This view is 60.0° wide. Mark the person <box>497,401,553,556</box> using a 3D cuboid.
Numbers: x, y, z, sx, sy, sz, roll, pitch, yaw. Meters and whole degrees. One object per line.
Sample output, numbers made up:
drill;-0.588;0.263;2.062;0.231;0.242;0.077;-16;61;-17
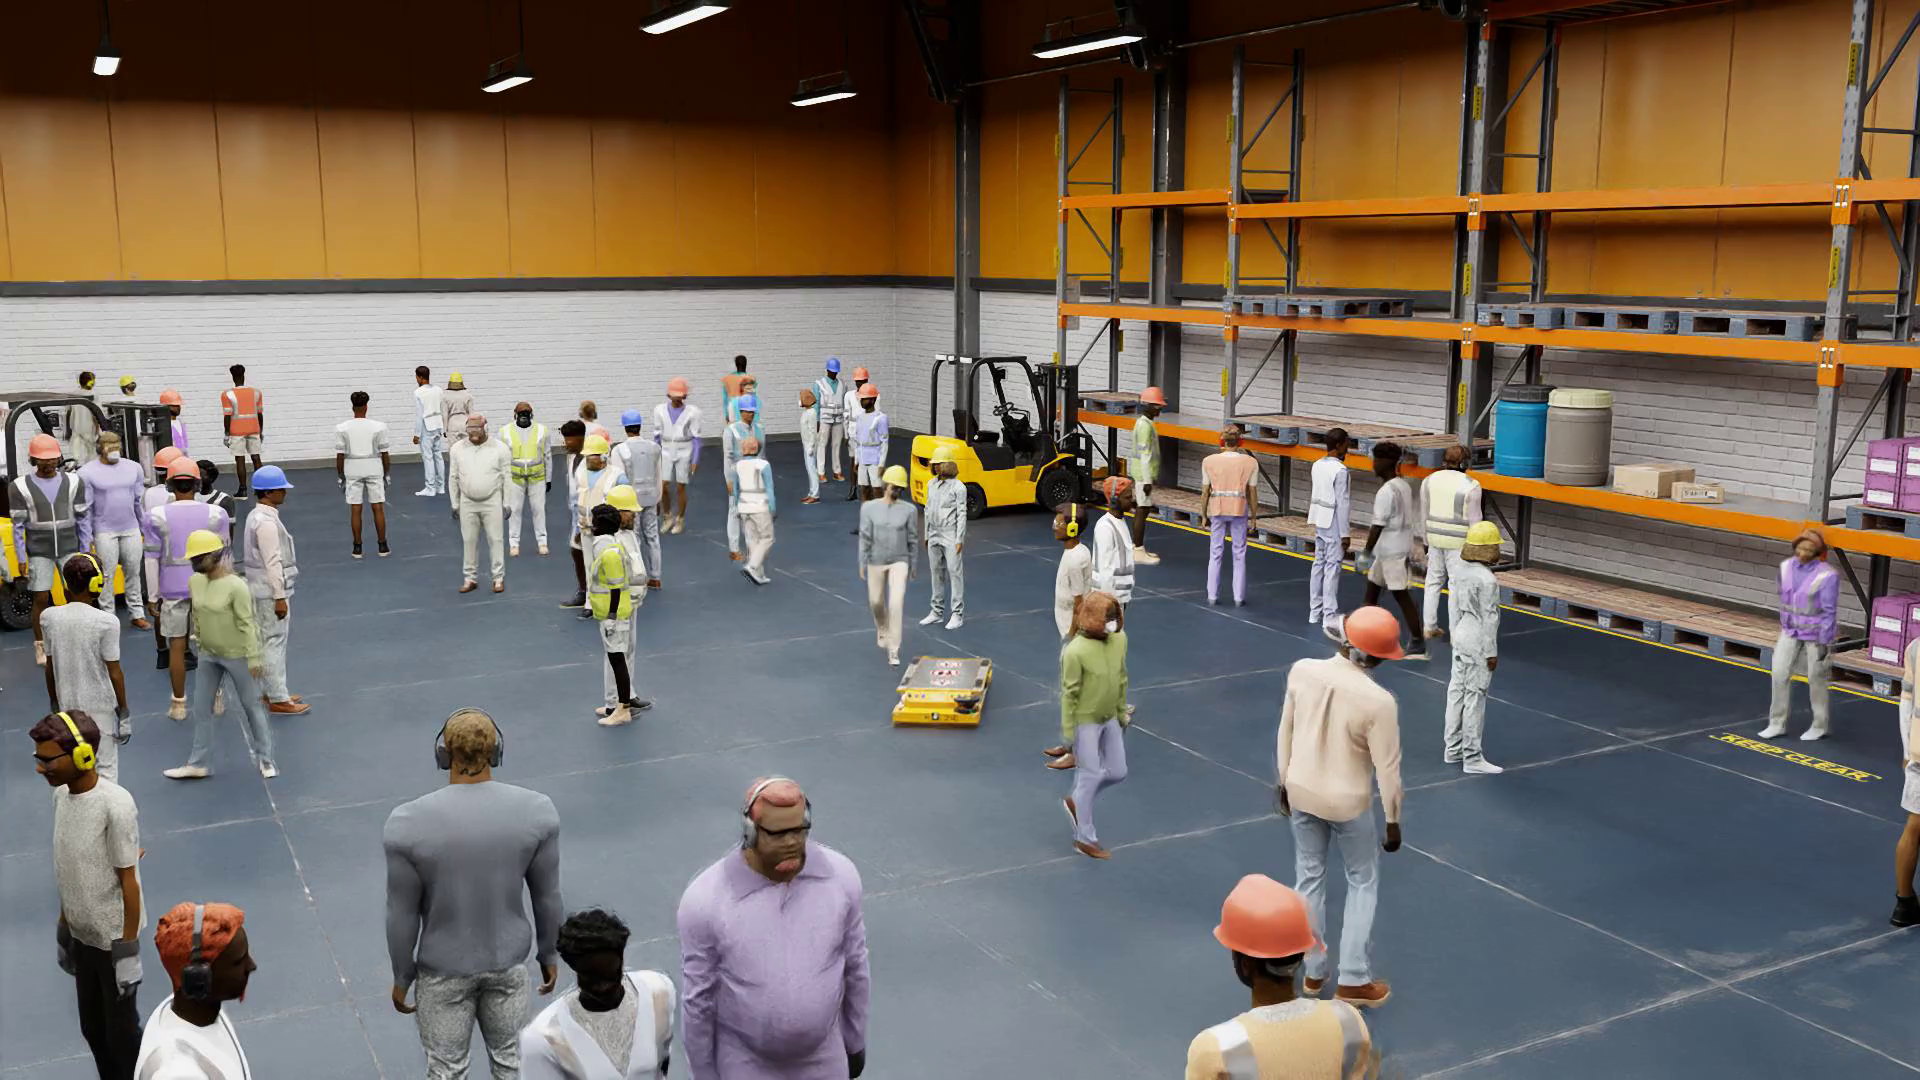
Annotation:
person;-5.125;-0.722;19.637;0.623;1.835;0.431;-3;10;-16

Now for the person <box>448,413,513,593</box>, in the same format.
person;-5.038;-0.387;17.479;0.651;1.906;0.403;-1;10;-4

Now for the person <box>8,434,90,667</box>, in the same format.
person;-7.840;0.089;14.387;0.607;2.033;0.420;-8;13;-40

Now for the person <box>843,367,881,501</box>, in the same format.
person;-1.412;-1.518;23.900;0.542;1.938;0.358;1;10;8

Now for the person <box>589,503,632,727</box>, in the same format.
person;-2.650;0.561;12.617;0.315;1.696;0.541;-2;10;-13

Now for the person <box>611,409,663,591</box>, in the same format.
person;-3.393;-0.403;17.454;0.608;1.943;0.402;-10;14;-44

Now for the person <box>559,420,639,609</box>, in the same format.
person;-3.632;-0.225;16.498;0.570;1.931;0.836;-8;13;-40

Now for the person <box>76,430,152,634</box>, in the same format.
person;-7.928;-0.073;15.613;0.379;1.931;0.635;8;12;38

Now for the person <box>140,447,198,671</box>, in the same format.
person;-6.729;0.164;14.263;0.540;1.929;0.390;5;11;26

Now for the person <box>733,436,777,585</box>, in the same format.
person;-2.218;-0.301;17.801;0.577;1.611;0.472;6;11;30

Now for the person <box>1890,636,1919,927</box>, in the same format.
person;5.156;1.128;8.665;0.375;1.939;0.546;-2;10;-13

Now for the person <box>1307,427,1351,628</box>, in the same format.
person;3.541;-0.119;15.899;0.391;1.920;0.593;-3;10;-16

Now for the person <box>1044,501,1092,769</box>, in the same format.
person;0.756;0.658;11.556;0.328;1.876;0.513;0;10;2

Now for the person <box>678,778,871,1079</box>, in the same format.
person;-0.616;1.687;5.591;0.657;1.890;0.658;-4;11;-22

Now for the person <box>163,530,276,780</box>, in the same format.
person;-5.003;0.785;11.229;0.628;1.734;0.558;4;11;21

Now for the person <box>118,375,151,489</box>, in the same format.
person;-12.291;-1.566;24.695;0.345;1.757;0.524;3;10;19

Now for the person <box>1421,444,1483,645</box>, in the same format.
person;4.511;0.039;15.247;0.430;1.836;0.630;-8;12;-37

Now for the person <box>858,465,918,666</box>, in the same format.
person;-0.631;0.189;14.678;0.533;1.723;0.781;0;10;-3

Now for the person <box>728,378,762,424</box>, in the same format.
person;-2.998;-1.363;23.334;0.599;1.824;0.455;-9;13;-43

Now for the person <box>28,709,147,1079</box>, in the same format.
person;-3.342;1.558;6.440;0.533;1.855;0.345;7;12;34

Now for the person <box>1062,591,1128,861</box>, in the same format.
person;0.775;1.076;9.868;0.528;1.617;0.422;-9;13;-41

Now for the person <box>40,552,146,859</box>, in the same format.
person;-5.049;0.997;9.653;0.512;1.861;0.325;1;10;8

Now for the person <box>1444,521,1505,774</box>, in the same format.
person;3.576;0.732;11.502;0.300;1.745;0.483;-2;10;-12

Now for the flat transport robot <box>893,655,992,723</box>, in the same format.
flat transport robot;-0.119;1.169;13.225;0.652;0.197;1.431;1;10;5

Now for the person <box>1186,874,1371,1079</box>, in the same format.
person;0.866;1.862;4.483;0.550;1.920;0.576;-4;11;-24

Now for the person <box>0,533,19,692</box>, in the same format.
person;-7.927;0.327;13.375;0.476;1.903;0.602;1;10;4

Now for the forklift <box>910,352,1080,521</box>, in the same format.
forklift;0.460;-1.461;22.833;2.313;2.155;1.214;-5;11;-28

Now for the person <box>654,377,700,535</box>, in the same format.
person;-3.576;-1.042;20.930;0.631;2.016;0.591;1;10;5

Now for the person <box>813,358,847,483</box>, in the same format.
person;-2.004;-1.866;25.901;0.602;1.938;0.402;-6;12;-32

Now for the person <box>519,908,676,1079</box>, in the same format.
person;-1.079;1.889;5.086;0.536;1.645;0.759;-6;12;-33

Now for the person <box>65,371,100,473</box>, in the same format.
person;-13.078;-1.598;24.765;0.616;1.811;0.950;0;10;-2

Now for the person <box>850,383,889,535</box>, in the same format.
person;-1.141;-1.002;20.924;0.542;1.939;0.365;9;14;43

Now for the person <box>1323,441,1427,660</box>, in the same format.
person;3.720;0.083;14.721;0.986;1.909;0.629;5;11;26

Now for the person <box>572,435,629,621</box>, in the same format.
person;-3.493;-0.110;16.101;0.601;1.829;0.404;4;11;20

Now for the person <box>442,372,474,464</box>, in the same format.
person;-7.725;-1.718;25.613;0.488;1.744;0.295;-5;11;-27

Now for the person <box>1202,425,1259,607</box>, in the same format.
person;2.718;-0.232;16.791;0.562;1.837;0.387;2;10;13

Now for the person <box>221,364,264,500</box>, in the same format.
person;-10.384;-1.567;24.101;0.370;1.963;0.608;8;13;40

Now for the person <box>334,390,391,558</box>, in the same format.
person;-6.994;-0.770;19.508;0.609;1.964;0.367;-3;10;-17

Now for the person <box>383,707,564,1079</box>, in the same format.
person;-1.787;1.569;6.170;0.641;1.927;0.386;-5;11;-26

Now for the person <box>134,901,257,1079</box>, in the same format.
person;-2.043;1.882;4.514;0.346;1.876;0.576;-4;11;-20

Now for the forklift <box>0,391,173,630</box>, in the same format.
forklift;-9.026;-0.363;16.508;1.214;2.155;2.313;6;11;29

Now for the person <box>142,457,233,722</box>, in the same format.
person;-5.898;0.375;12.745;0.612;2.030;0.403;-6;12;-32

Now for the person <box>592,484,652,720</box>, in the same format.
person;-2.605;0.472;12.785;0.403;1.821;0.602;1;10;4

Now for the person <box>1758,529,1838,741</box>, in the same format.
person;6.133;0.700;12.070;0.668;1.602;0.531;-5;11;-26

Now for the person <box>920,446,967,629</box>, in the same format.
person;-0.159;-0.025;15.866;0.490;1.744;0.295;8;13;39

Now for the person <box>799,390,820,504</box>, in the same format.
person;-2.158;-1.335;23.747;0.272;1.627;0.502;-3;10;-16

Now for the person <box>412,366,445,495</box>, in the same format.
person;-7.820;-1.608;24.485;0.392;1.915;0.590;3;10;19

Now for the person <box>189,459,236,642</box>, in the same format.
person;-6.878;0.102;15.256;0.535;1.700;0.318;3;10;16

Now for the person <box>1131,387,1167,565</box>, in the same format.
person;2.166;-0.742;19.136;0.394;2.040;0.610;1;10;5

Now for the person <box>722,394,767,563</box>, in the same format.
person;-2.469;-0.717;19.255;0.406;1.947;0.606;9;13;42

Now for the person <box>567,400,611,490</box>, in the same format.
person;-4.412;-0.755;19.843;0.520;1.819;0.493;-1;10;-7

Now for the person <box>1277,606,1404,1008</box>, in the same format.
person;1.787;1.257;7.931;0.664;1.946;0.397;8;13;40

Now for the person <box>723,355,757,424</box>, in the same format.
person;-3.590;-2.082;27.265;0.590;1.905;0.446;2;10;12

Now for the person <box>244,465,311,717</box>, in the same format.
person;-5.316;0.390;12.884;0.388;1.947;0.614;-6;11;-30

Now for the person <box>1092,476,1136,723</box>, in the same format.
person;1.175;0.449;12.731;0.358;1.883;0.572;3;10;15
